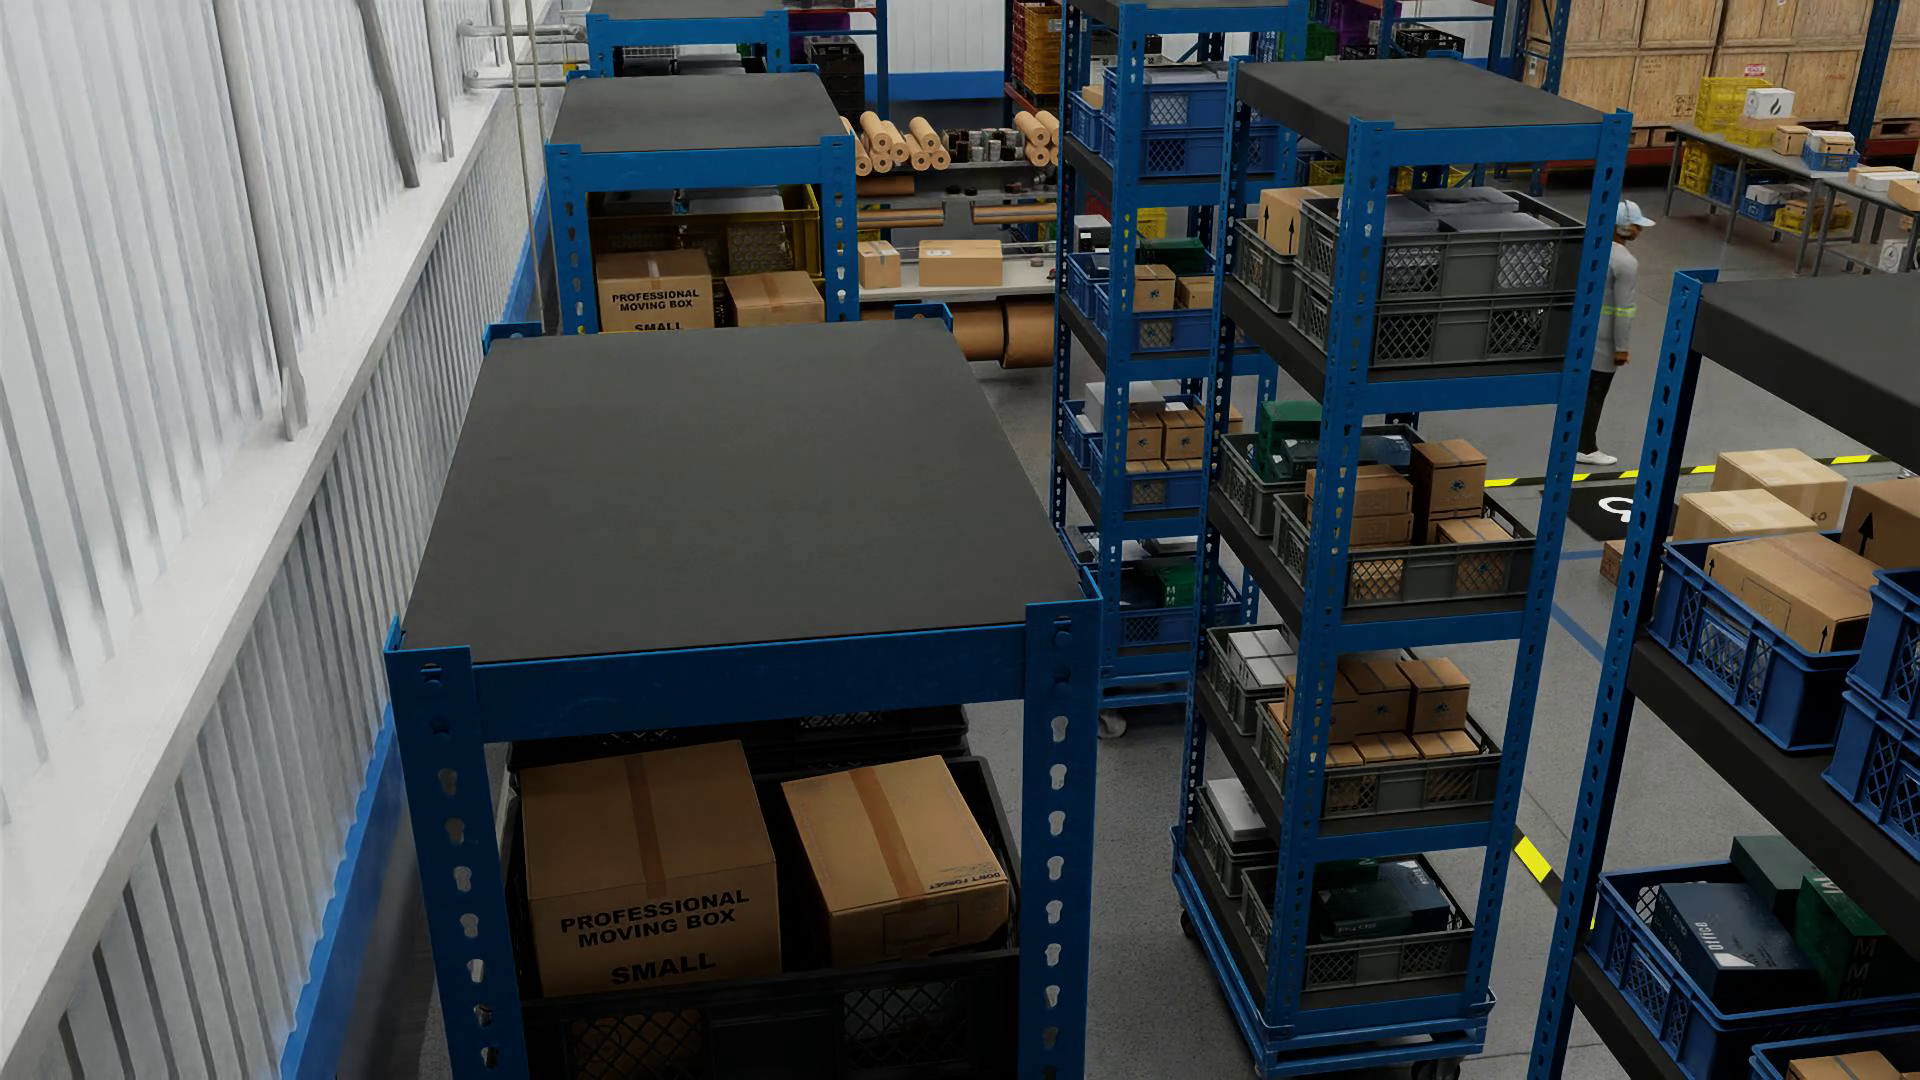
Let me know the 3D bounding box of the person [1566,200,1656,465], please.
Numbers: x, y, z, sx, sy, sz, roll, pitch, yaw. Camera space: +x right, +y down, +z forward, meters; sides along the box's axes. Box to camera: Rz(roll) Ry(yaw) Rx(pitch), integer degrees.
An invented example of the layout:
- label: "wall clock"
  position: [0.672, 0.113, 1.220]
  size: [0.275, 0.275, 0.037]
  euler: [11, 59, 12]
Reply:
- label: "person"
  position: [4.469, -1.437, 11.529]
  size: [0.386, 1.849, 0.596]
  euler: [-5, 25, -12]

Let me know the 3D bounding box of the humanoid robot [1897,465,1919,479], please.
- label: "humanoid robot"
  position: [6.430, -1.142, 10.859]
  size: [0.735, 1.681, 0.533]
  euler: [-12, 27, -23]
